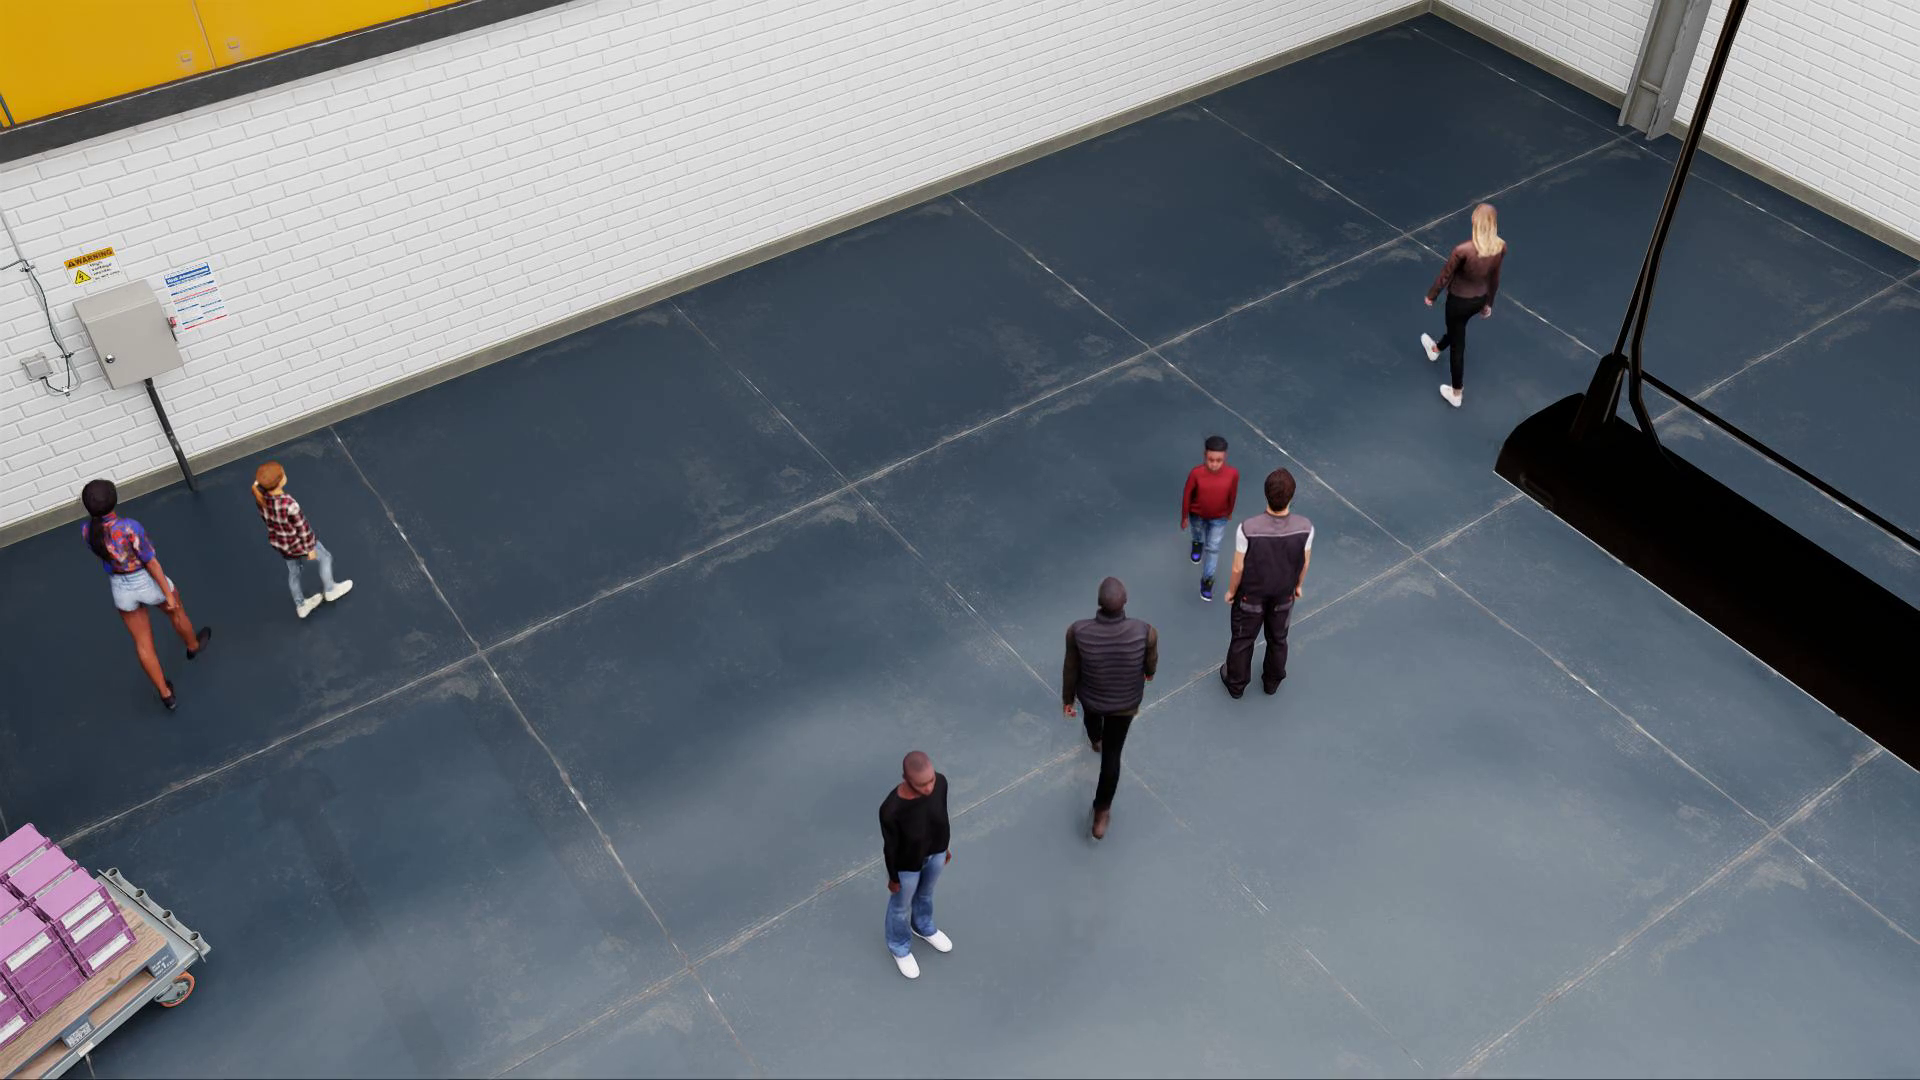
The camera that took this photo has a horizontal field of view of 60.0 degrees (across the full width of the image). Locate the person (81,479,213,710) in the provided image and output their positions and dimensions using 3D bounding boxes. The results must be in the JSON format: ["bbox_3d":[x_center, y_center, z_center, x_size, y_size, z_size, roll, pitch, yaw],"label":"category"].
[{"bbox_3d":[-5.207,0.385,10.533,0.937,1.711,1.056,-1,44,-1],"label":"person"}]

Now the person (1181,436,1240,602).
[{"bbox_3d":[1.723,-0.251,11.551,0.846,1.228,0.919,6,44,6],"label":"person"}]

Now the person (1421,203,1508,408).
[{"bbox_3d":[3.930,-1.764,12.819,0.766,1.670,1.078,-15,46,-15],"label":"person"}]

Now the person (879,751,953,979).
[{"bbox_3d":[-0.248,1.721,9.103,0.605,1.749,0.551,-30,51,-28],"label":"person"}]

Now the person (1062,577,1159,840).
[{"bbox_3d":[0.874,1.006,9.828,1.198,1.785,1.290,5,44,6],"label":"person"}]

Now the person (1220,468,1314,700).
[{"bbox_3d":[1.937,0.307,10.516,0.736,1.847,0.751,-2,44,-2],"label":"person"}]

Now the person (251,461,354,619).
[{"bbox_3d":[-4.534,0.034,11.205,0.701,1.293,0.754,18,46,18],"label":"person"}]
